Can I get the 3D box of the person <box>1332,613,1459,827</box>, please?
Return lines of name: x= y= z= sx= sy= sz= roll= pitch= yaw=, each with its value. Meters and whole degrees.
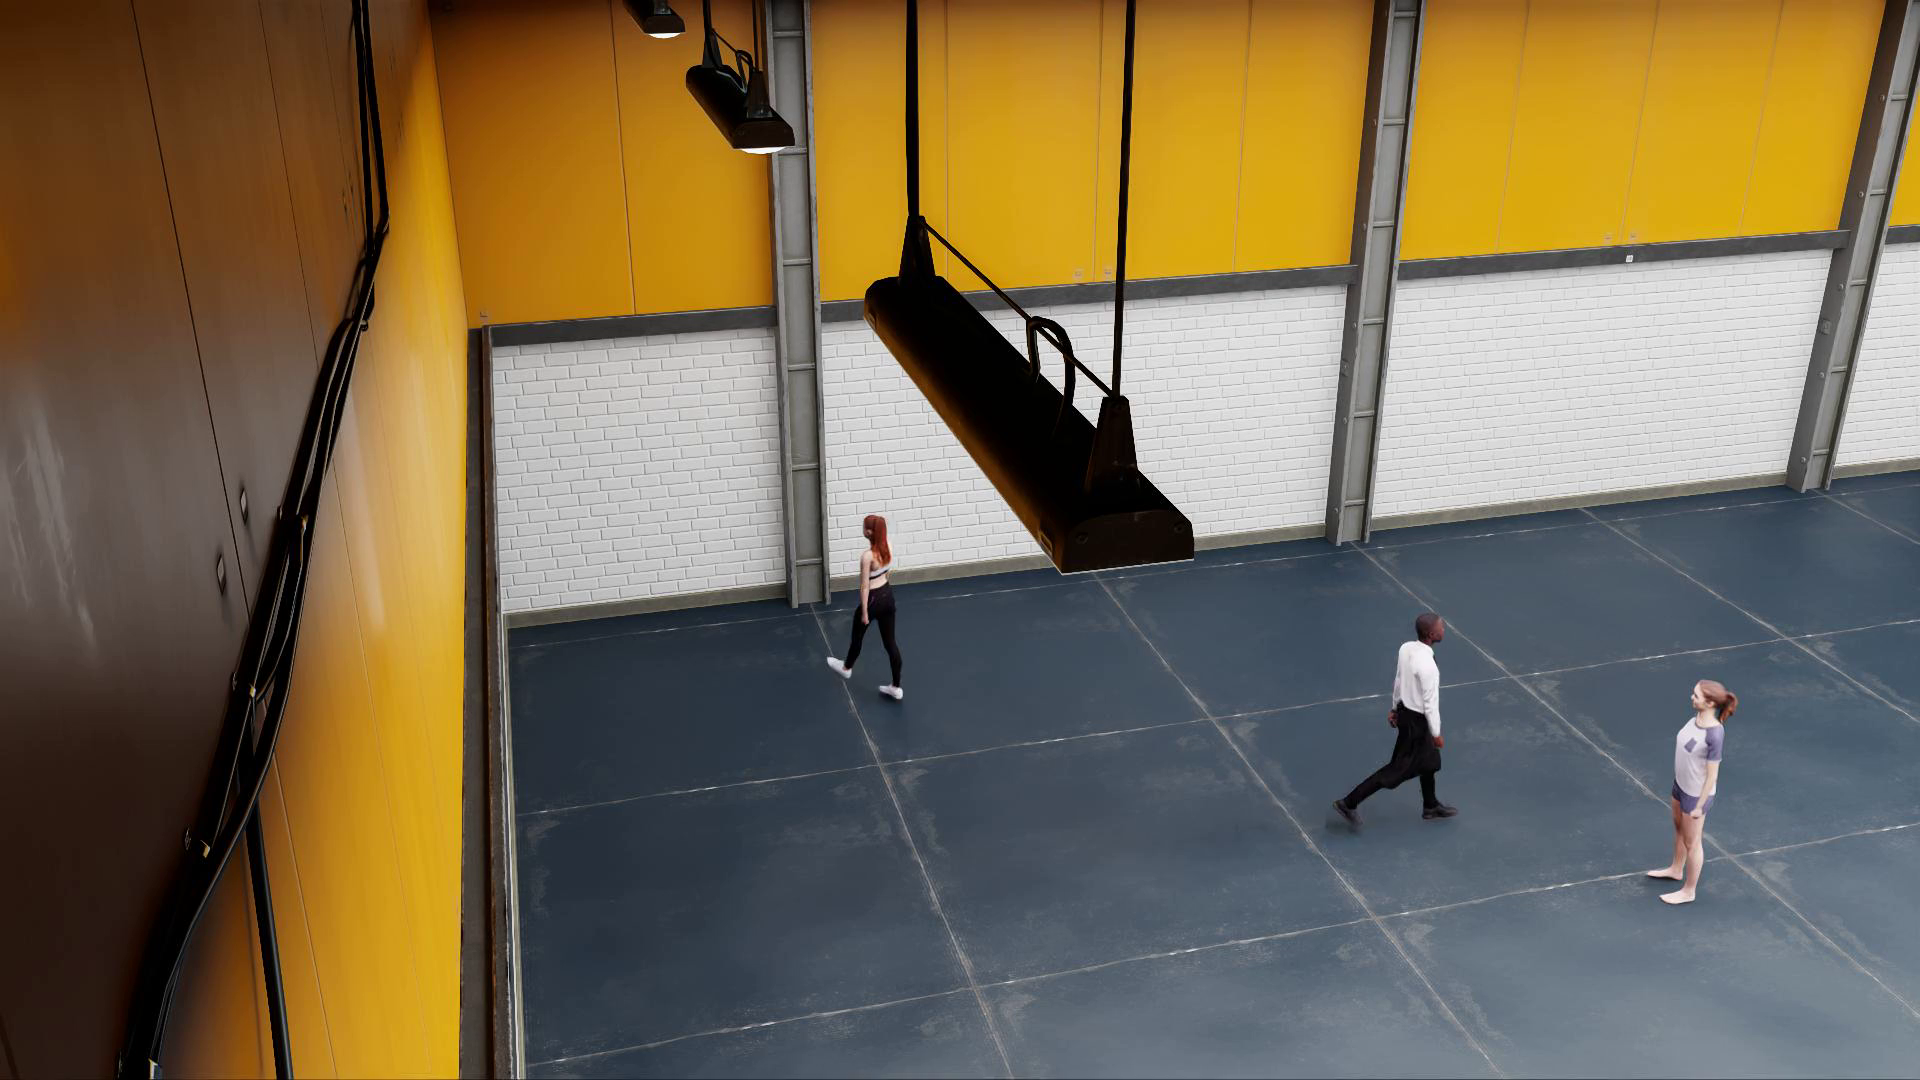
person: x=3.389 y=1.435 z=12.759 sx=1.323 sy=1.795 sz=0.806 roll=-2 pitch=24 yaw=-4

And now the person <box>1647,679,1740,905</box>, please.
person: x=5.290 y=1.792 z=11.979 sx=0.648 sy=1.765 sz=0.651 roll=2 pitch=24 yaw=5

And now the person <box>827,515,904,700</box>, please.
person: x=-0.657 y=0.618 z=14.734 sx=1.064 sy=1.710 sz=1.092 roll=18 pitch=29 yaw=35
